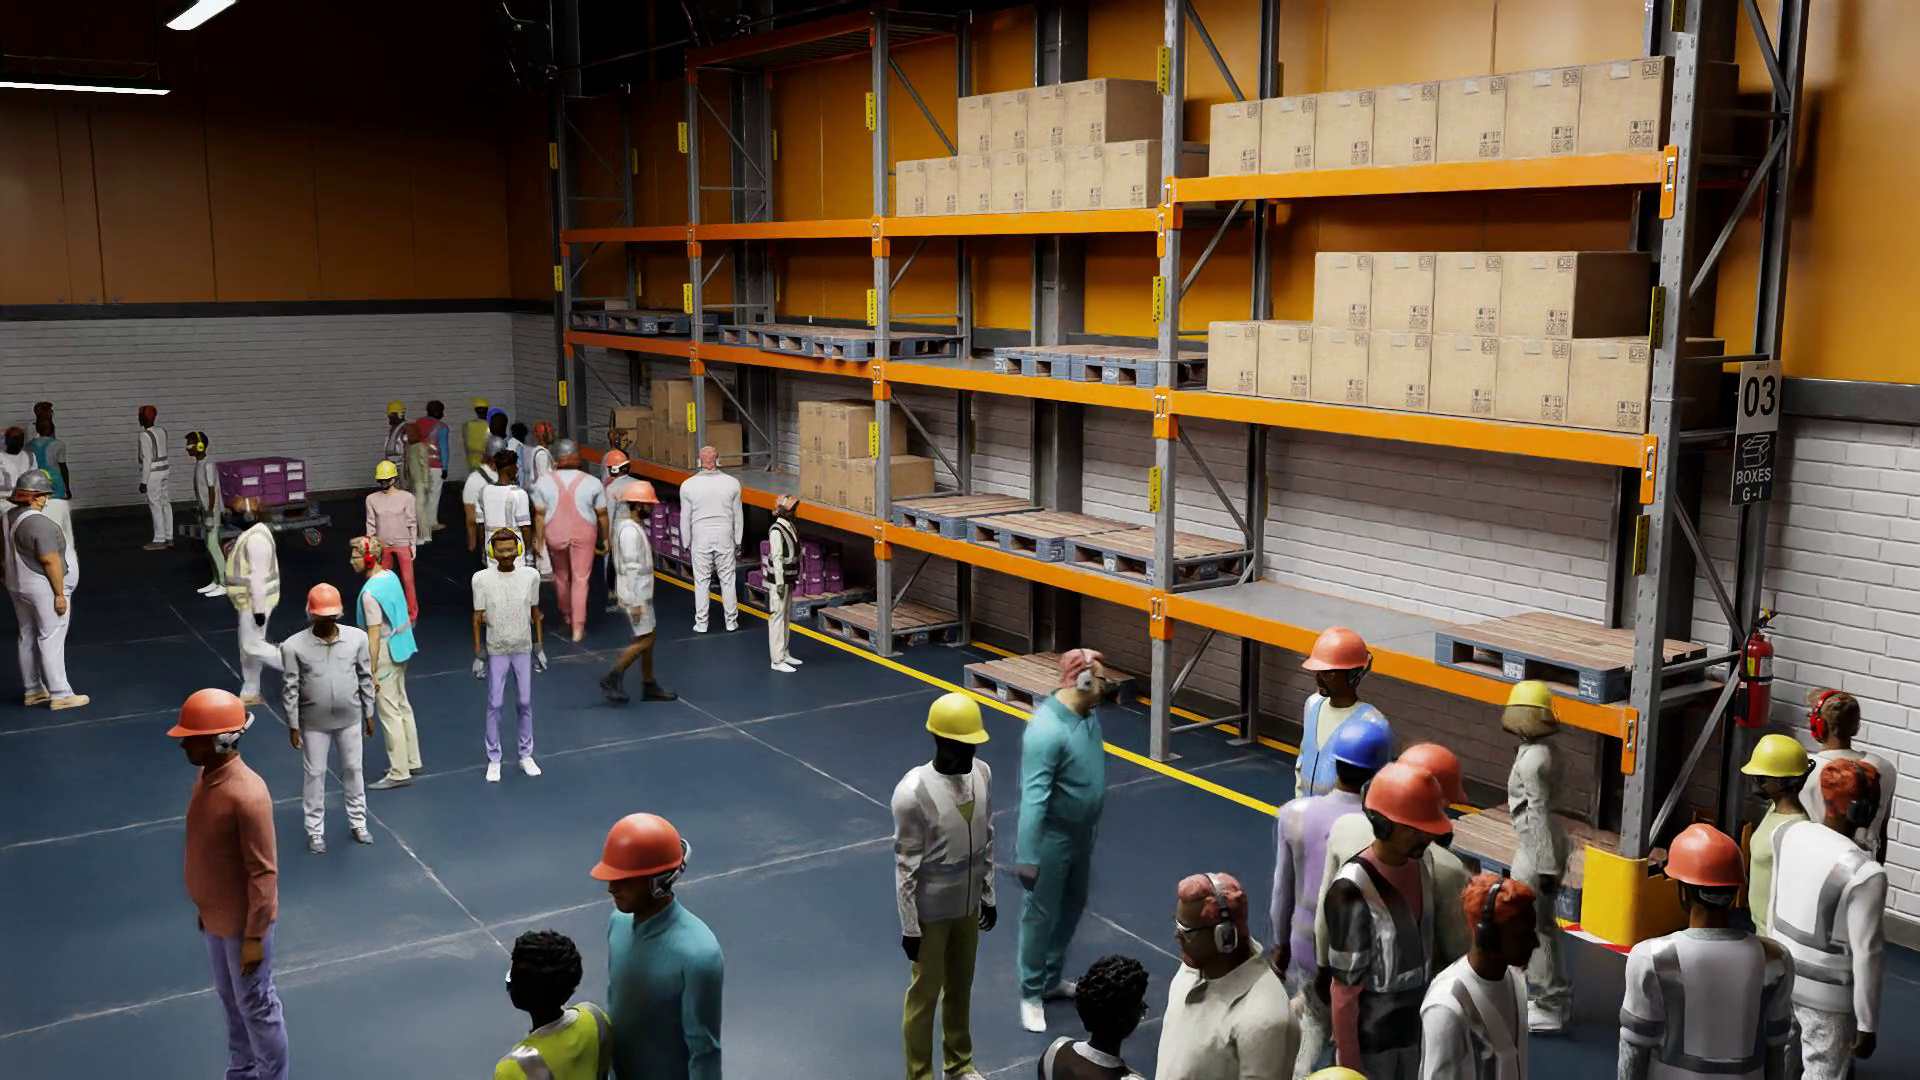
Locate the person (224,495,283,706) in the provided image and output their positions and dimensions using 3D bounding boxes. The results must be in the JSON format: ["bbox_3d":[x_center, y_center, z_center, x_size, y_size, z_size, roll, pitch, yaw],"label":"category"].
[{"bbox_3d":[-5.897,0.514,14.038,0.639,1.824,0.632,-5,11,-25],"label":"person"}]

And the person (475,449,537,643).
[{"bbox_3d":[-4.375,0.093,16.086,0.616,1.964,0.361,4,11,23],"label":"person"}]

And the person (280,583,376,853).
[{"bbox_3d":[-4.028,1.129,10.664,0.570,1.743,0.351,-6,12,-33],"label":"person"}]

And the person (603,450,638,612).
[{"bbox_3d":[-3.643,-0.097,17.869,0.353,1.743,0.575,5,11,27],"label":"person"}]

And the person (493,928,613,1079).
[{"bbox_3d":[-1.302,2.060,5.328,0.317,1.699,0.538,3,10,19],"label":"person"}]

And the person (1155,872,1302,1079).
[{"bbox_3d":[0.806,1.971,5.288,0.402,1.896,0.652,-3,10,-15],"label":"person"}]

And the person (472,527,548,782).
[{"bbox_3d":[-3.277,0.820,12.107,0.535,1.868,0.309,-5,11,-26],"label":"person"}]

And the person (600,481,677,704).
[{"bbox_3d":[-2.722,0.458,14.058,0.554,1.924,0.603,-1,10,-3],"label":"person"}]

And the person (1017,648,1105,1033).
[{"bbox_3d":[0.497,1.477,8.231,0.400,1.890,0.799,5,11,27],"label":"person"}]

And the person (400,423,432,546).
[{"bbox_3d":[-7.200,-0.735,21.980,0.480,1.616,0.575,-9,13,-42],"label":"person"}]

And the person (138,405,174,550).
[{"bbox_3d":[-10.495,-0.813,21.652,0.354,1.883,0.573,0,10,1],"label":"person"}]

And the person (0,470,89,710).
[{"bbox_3d":[-7.733,0.403,14.050,0.679,2.000,0.537,5,11,29],"label":"person"}]

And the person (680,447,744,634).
[{"bbox_3d":[-2.506,0.004,16.807,0.639,1.902,0.407,-2,10,-13],"label":"person"}]

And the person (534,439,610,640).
[{"bbox_3d":[-3.885,-0.060,16.767,0.708,2.000,1.014,-1,10,-5],"label":"person"}]

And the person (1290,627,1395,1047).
[{"bbox_3d":[1.810,1.422,8.067,0.371,2.044,0.608,-5,11,-27],"label":"person"}]

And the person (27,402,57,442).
[{"bbox_3d":[-12.417,-0.951,22.566,0.572,1.843,0.373,7,12,34],"label":"person"}]

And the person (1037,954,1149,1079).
[{"bbox_3d":[0.439,2.099,5.127,0.319,1.694,0.532,-7,12,-34],"label":"person"}]

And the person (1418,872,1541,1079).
[{"bbox_3d":[1.641,1.970,5.346,0.351,1.876,0.576,8,13,40],"label":"person"}]

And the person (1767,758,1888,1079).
[{"bbox_3d":[3.375,1.768,6.544,0.355,1.877,0.577,-2,10,-10],"label":"person"}]

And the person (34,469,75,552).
[{"bbox_3d":[-8.979,0.176,16.243,0.533,1.742,0.560,3,10,19],"label":"person"}]

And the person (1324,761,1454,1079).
[{"bbox_3d":[1.563,1.774,6.046,0.411,2.032,0.613,9,13,42],"label":"person"}]

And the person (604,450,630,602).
[{"bbox_3d":[-3.730,-0.137,18.231,0.320,1.695,0.537,-6,11,-32],"label":"person"}]

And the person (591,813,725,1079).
[{"bbox_3d":[-1.009,1.875,5.592,0.397,1.989,0.618,-9,13,-41],"label":"person"}]

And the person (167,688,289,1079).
[{"bbox_3d":[-3.129,1.604,7.135,0.379,1.996,0.609,-9,13,-43],"label":"person"}]

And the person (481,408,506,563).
[{"bbox_3d":[-5.676,-0.653,20.516,0.605,1.951,0.380,6,11,33],"label":"person"}]

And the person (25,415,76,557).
[{"bbox_3d":[-11.401,-0.646,20.833,0.502,1.837,0.341,0,10,1],"label":"person"}]

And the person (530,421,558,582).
[{"bbox_3d":[-4.871,-0.456,19.551,0.341,1.883,0.587,-4,10,-21],"label":"person"}]

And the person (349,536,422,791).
[{"bbox_3d":[-4.122,0.872,11.938,0.406,1.831,0.578,-1,10,-4],"label":"person"}]

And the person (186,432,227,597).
[{"bbox_3d":[-8.465,-0.298,18.712,0.337,1.861,0.512,-7,12,-36],"label":"person"}]

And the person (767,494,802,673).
[{"bbox_3d":[-1.623,0.387,15.323,0.312,1.640,0.512,1,10,8],"label":"person"}]

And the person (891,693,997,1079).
[{"bbox_3d":[-0.045,1.604,7.364,0.396,1.920,0.586,9,13,41],"label":"person"}]

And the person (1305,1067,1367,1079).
[{"bbox_3d":[0.947,2.204,4.378,0.321,1.737,0.484,1,10,6],"label":"person"}]

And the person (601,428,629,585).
[{"bbox_3d":[-3.990,-0.387,19.297,0.344,1.839,0.510,-4,10,-22],"label":"person"}]

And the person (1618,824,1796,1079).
[{"bbox_3d":[2.469,1.900,5.601,0.543,1.929,0.385,1,10,4],"label":"person"}]

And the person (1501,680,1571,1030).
[{"bbox_3d":[2.871,1.554,8.274,0.465,1.701,0.505,6,11,32],"label":"person"}]

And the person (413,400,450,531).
[{"bbox_3d":[-7.364,-1.037,23.195,0.647,1.814,0.452,6,11,31],"label":"person"}]

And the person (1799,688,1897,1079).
[{"bbox_3d":[3.985,1.598,7.641,0.563,1.838,0.388,-1,10,-8],"label":"person"}]

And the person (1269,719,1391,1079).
[{"bbox_3d":[1.584,1.684,6.854,0.617,1.927,0.454,7,12,36],"label":"person"}]

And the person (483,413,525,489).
[{"bbox_3d":[-5.570,-0.603,20.319,0.596,1.916,0.380,5,11,26],"label":"person"}]

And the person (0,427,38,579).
[{"bbox_3d":[-11.091,-0.413,19.469,0.926,1.844,0.572,4,11,25],"label":"person"}]

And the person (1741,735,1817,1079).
[{"bbox_3d":[3.532,1.708,7.239,0.341,1.754,0.525,4,10,21],"label":"person"}]

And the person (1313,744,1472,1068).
[{"bbox_3d":[1.668,1.739,6.474,0.436,1.963,0.661,-8,12,-38],"label":"person"}]

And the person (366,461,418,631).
[{"bbox_3d":[-5.756,0.066,16.873,0.519,1.758,0.346,0,10,-1],"label":"person"}]

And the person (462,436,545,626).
[{"bbox_3d":[-4.662,-0.111,17.070,1.009,2.000,0.678,4,11,24],"label":"person"}]

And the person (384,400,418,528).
[{"bbox_3d":[-7.793,-1.044,23.178,0.403,1.826,0.593,-8,13,-39],"label":"person"}]
